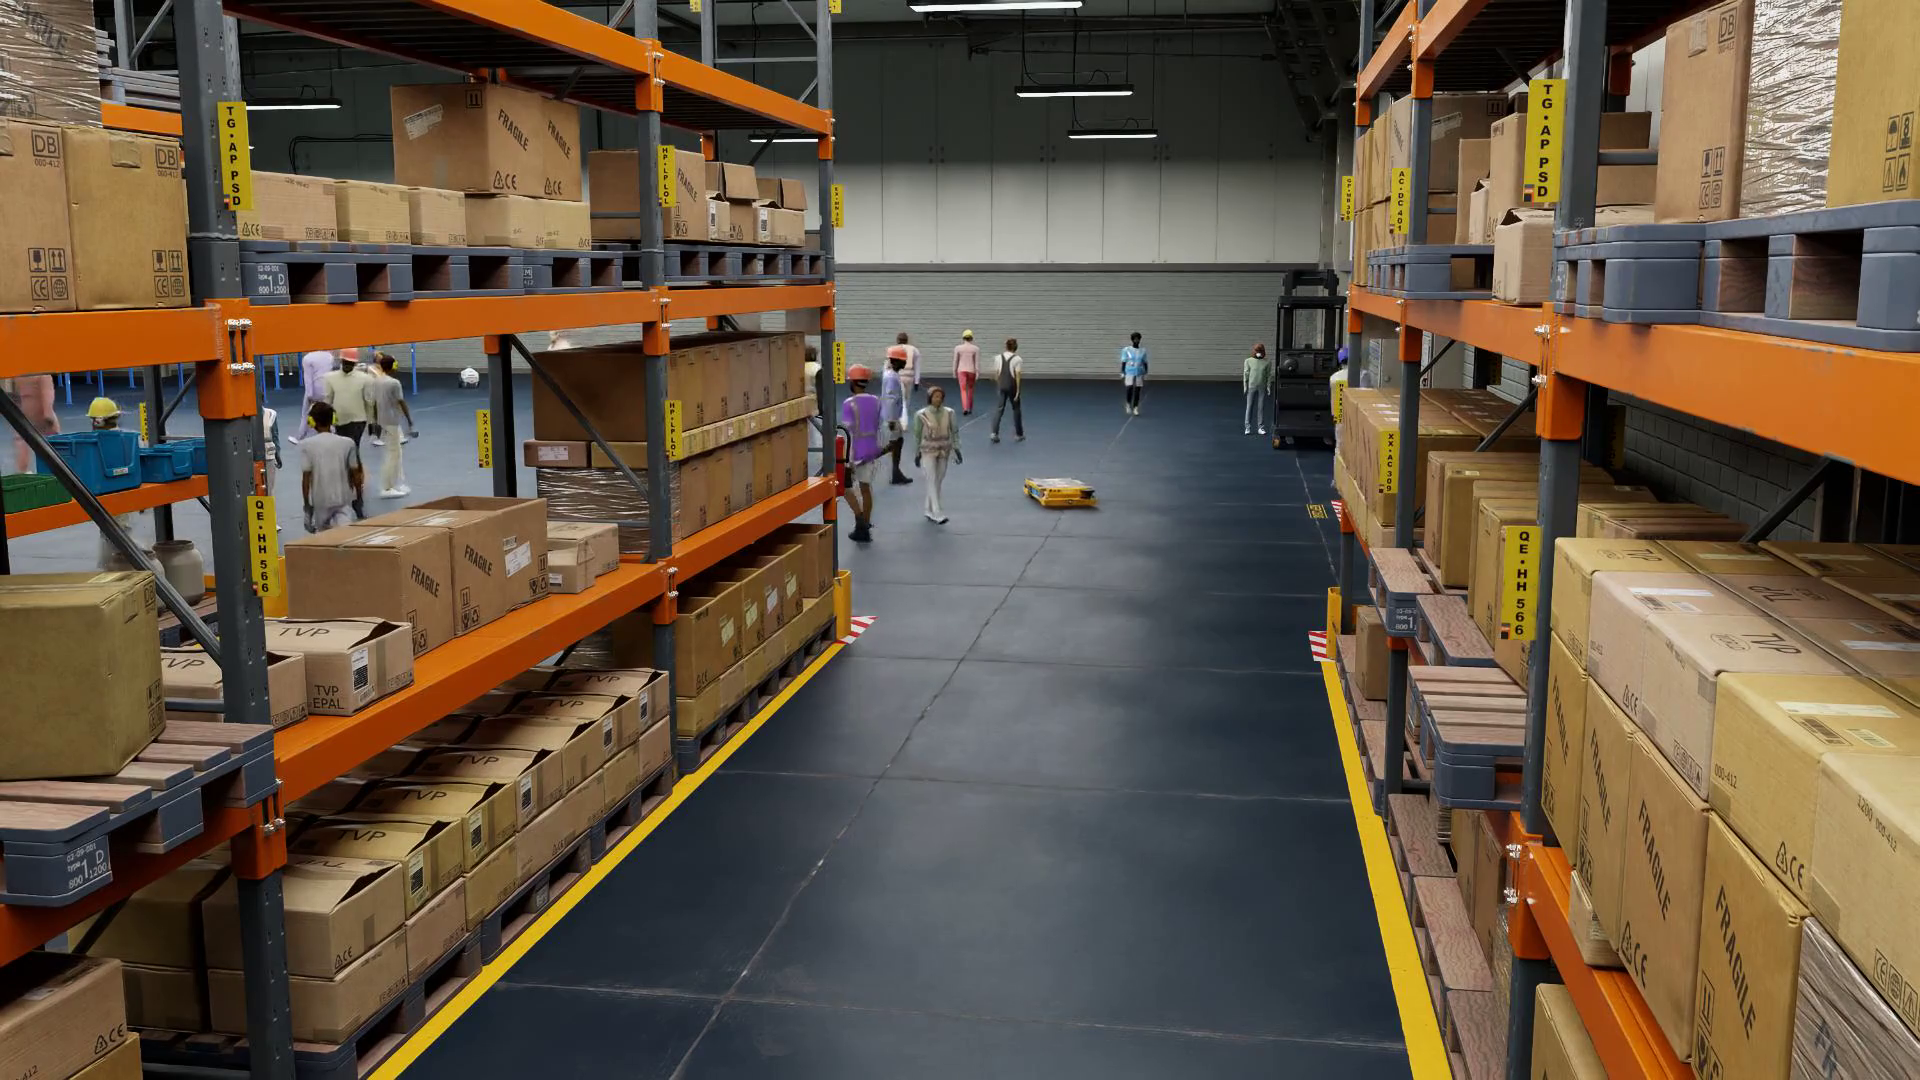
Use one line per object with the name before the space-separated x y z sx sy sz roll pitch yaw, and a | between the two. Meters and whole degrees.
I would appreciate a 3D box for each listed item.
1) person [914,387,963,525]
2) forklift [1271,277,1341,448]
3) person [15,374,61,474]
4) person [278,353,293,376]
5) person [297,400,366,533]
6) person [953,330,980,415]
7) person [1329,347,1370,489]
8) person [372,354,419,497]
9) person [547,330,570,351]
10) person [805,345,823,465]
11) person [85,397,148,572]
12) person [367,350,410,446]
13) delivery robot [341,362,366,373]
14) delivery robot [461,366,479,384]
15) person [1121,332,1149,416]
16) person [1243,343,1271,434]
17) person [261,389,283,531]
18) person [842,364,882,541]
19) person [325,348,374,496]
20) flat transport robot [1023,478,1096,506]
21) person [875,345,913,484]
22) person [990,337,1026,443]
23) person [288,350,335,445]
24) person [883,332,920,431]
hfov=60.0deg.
person | -0.247 -0.976 19.243 0.525 1.587 0.893 -4 10 -25
forklift | 5.847 -3.016 27.970 1.129 2.768 1.873 1 9 9
person | -12.997 -1.817 23.584 0.669 1.850 0.980 4 10 23
person | -18.841 -5.530 46.269 0.587 1.928 0.363 -7 12 -37
person | -5.408 -0.297 14.370 0.536 1.819 0.993 -5 11 -30
person | 0.136 -3.415 33.876 0.536 1.731 0.884 -1 9 -3
person | 5.283 -1.622 22.298 0.399 1.903 0.757 -8 12 -40
person | -7.318 -1.480 21.556 0.610 1.843 0.529 8 12 40
person | -7.501 -2.973 30.622 0.754 1.880 0.680 -8 12 -40
person | -2.254 -2.018 25.005 0.645 1.816 0.794 6 11 33
person | -7.663 -0.408 15.142 0.947 1.789 0.606 1 9 7
person | -9.551 -2.341 27.591 0.849 1.592 0.535 5 11 30
delivery robot | -16.587 -4.739 45.458 0.707 0.478 0.477 6 11 32
delivery robot | -12.271 -4.114 41.602 0.477 0.478 0.707 -4 10 -24
person | 3.536 -3.347 33.532 0.556 1.680 0.398 -2 9 -10
person | 5.325 -2.712 29.799 0.498 1.633 0.285 0 9 -2
person | -7.853 -0.901 18.606 0.524 1.639 0.308 -9 13 -44
person | -1.091 -0.947 18.015 0.556 1.921 0.404 -8 12 -41
person | -8.035 -1.597 21.954 0.620 1.950 0.819 0 9 0
flat transport robot | 1.260 -0.632 21.286 0.652 0.197 1.431 -1 9 -8
person | -0.998 -1.706 22.735 0.678 1.909 0.577 1 9 3
person | 0.811 -2.567 28.417 0.529 1.806 0.963 5 10 27
person | -10.661 -2.443 27.455 0.977 1.860 0.644 5 10 27
person | -1.093 -2.929 30.652 0.628 1.786 0.981 -4 10 -24
